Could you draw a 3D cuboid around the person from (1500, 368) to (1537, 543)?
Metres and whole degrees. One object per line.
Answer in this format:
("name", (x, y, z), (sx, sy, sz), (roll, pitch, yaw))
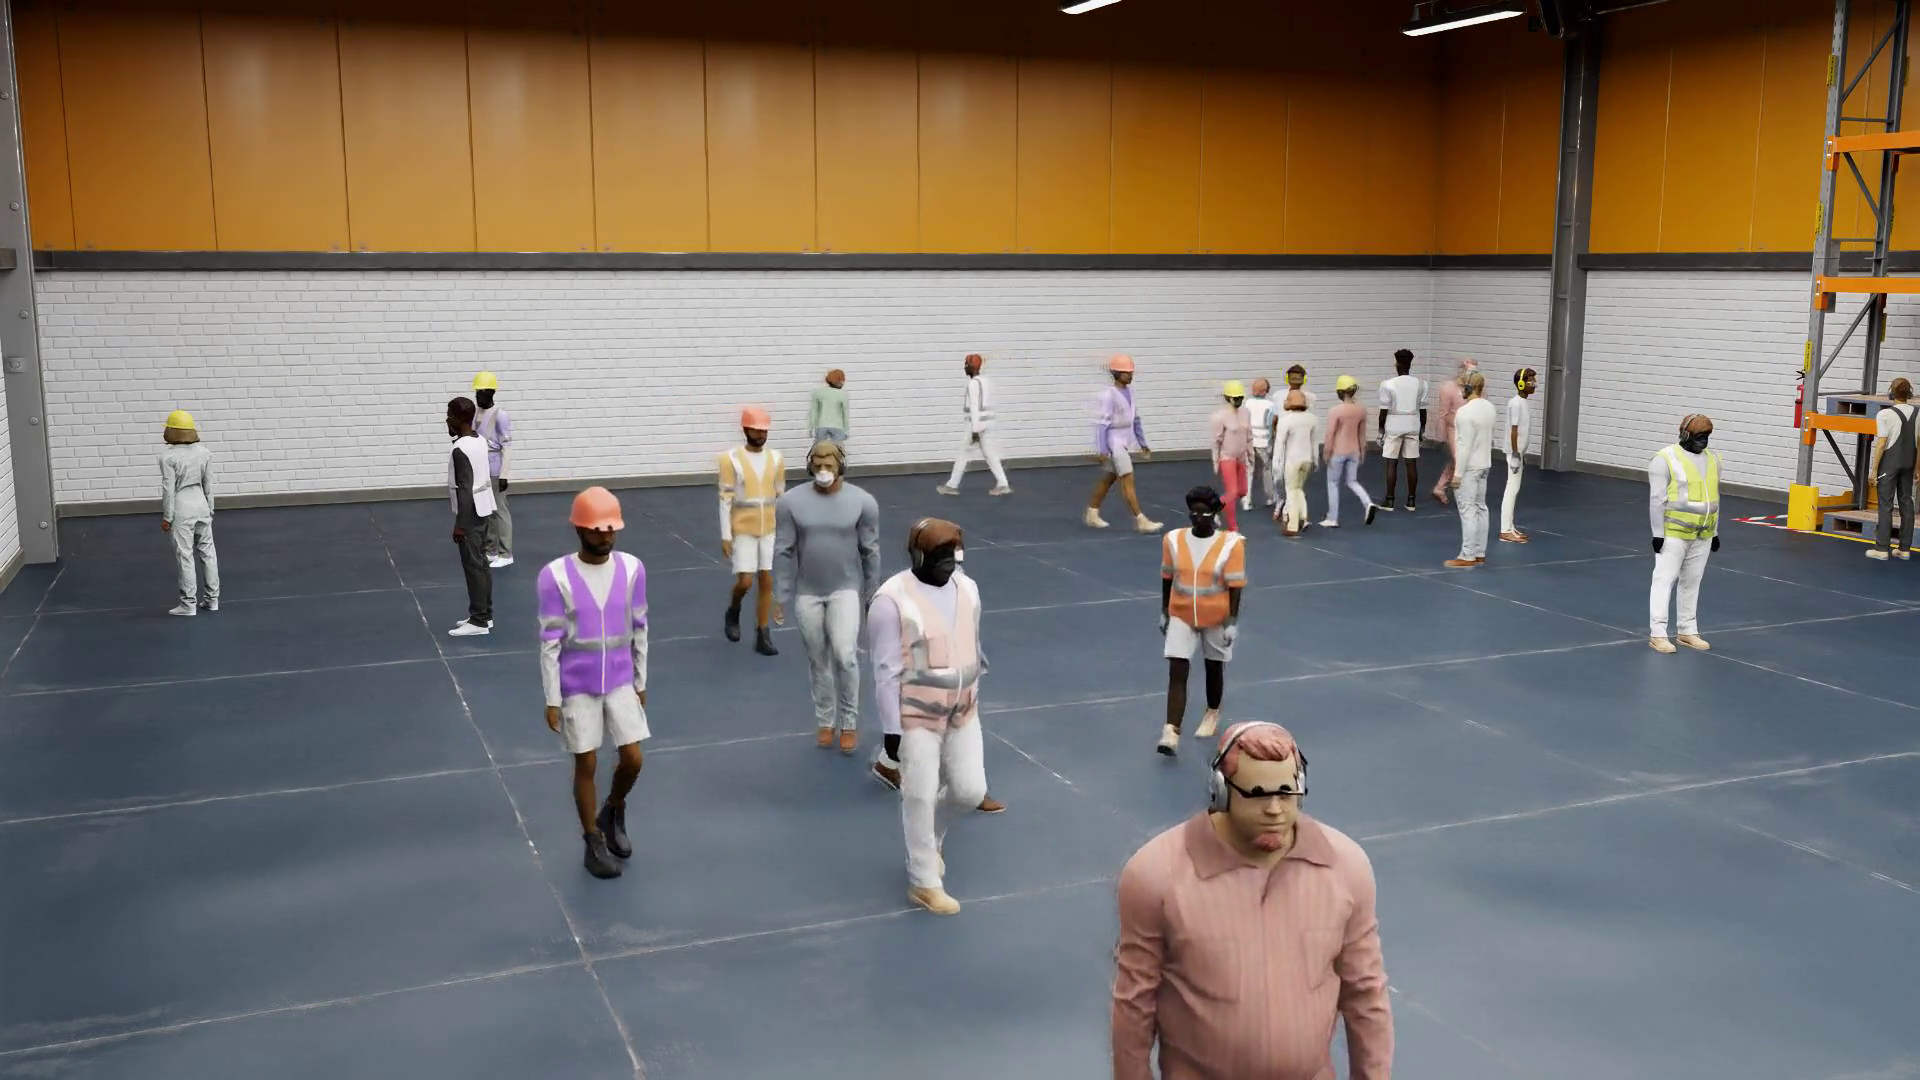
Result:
("person", (6.020, -0.916, 17.907), (0.333, 1.872, 0.515), (4, 10, 25))

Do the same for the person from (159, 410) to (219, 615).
("person", (-6.577, -0.233, 14.150), (0.296, 1.744, 0.493), (5, 10, 26))

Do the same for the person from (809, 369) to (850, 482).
("person", (-1.733, -1.445, 21.941), (0.585, 1.603, 0.303), (1, 9, 4))

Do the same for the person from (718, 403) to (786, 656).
("person", (-1.582, -0.087, 12.711), (0.561, 1.927, 0.523), (-6, 11, -32))

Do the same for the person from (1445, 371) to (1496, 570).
("person", (5.003, -0.680, 16.272), (0.352, 1.937, 0.635), (8, 12, 41))

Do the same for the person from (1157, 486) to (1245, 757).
("person", (1.453, 0.481, 10.106), (0.540, 1.633, 0.910), (3, 10, 20))

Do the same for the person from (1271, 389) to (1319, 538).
("person", (3.661, -0.833, 18.160), (0.597, 1.610, 0.365), (-5, 10, -27))

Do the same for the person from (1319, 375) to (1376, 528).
("person", (4.350, -0.976, 18.657), (0.535, 1.744, 0.653), (-5, 10, -26))

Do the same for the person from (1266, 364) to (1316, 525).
("person", (3.769, -1.080, 18.963), (0.545, 1.847, 0.391), (2, 10, 14))

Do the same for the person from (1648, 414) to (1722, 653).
("person", (5.587, -0.054, 12.789), (0.622, 1.839, 0.429), (-3, 10, -18))

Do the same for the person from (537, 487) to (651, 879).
("person", (-1.739, 0.692, 8.003), (0.555, 1.920, 0.423), (-5, 11, -30))

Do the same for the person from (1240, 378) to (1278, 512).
("person", (3.644, -1.160, 20.205), (0.515, 1.596, 0.848), (5, 11, 28))

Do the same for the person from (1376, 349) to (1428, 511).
("person", (5.341, -1.327, 20.111), (0.611, 1.964, 0.362), (-1, 9, -4))

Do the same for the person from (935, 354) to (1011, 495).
("person", (0.211, -1.476, 21.432), (1.005, 1.834, 0.596), (3, 10, 20))

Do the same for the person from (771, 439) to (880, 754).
("person", (-0.823, 0.351, 10.071), (0.640, 1.916, 0.632), (1, 9, 6))

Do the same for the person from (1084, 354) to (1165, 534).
("person", (1.804, -1.072, 18.509), (1.053, 1.990, 0.611), (5, 11, 30))

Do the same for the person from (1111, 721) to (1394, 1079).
("person", (0.735, 1.372, 3.989), (0.666, 1.881, 0.749), (-2, 10, -11))

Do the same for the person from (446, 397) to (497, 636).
("person", (-3.939, -0.194, 13.387), (0.388, 1.919, 0.593), (-1, 9, -4))

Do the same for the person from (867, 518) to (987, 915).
("person", (-0.143, 0.798, 7.652), (0.629, 1.828, 0.477), (-7, 12, -36))

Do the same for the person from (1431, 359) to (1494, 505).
("person", (6.113, -1.295, 20.296), (0.663, 1.855, 1.012), (-4, 10, -24))

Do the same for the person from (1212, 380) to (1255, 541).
("person", (2.916, -0.885, 18.100), (0.534, 1.739, 0.609), (-7, 12, -36))

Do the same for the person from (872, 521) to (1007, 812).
("person", (-0.155, 0.669, 9.153), (0.850, 1.597, 0.514), (4, 10, 23))

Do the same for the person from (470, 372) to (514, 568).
("person", (-4.634, -0.692, 16.375), (0.594, 1.928, 0.365), (9, 13, 43))

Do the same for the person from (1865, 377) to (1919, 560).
("person", (9.431, -0.713, 16.759), (0.514, 1.841, 0.326), (-1, 9, -4))
